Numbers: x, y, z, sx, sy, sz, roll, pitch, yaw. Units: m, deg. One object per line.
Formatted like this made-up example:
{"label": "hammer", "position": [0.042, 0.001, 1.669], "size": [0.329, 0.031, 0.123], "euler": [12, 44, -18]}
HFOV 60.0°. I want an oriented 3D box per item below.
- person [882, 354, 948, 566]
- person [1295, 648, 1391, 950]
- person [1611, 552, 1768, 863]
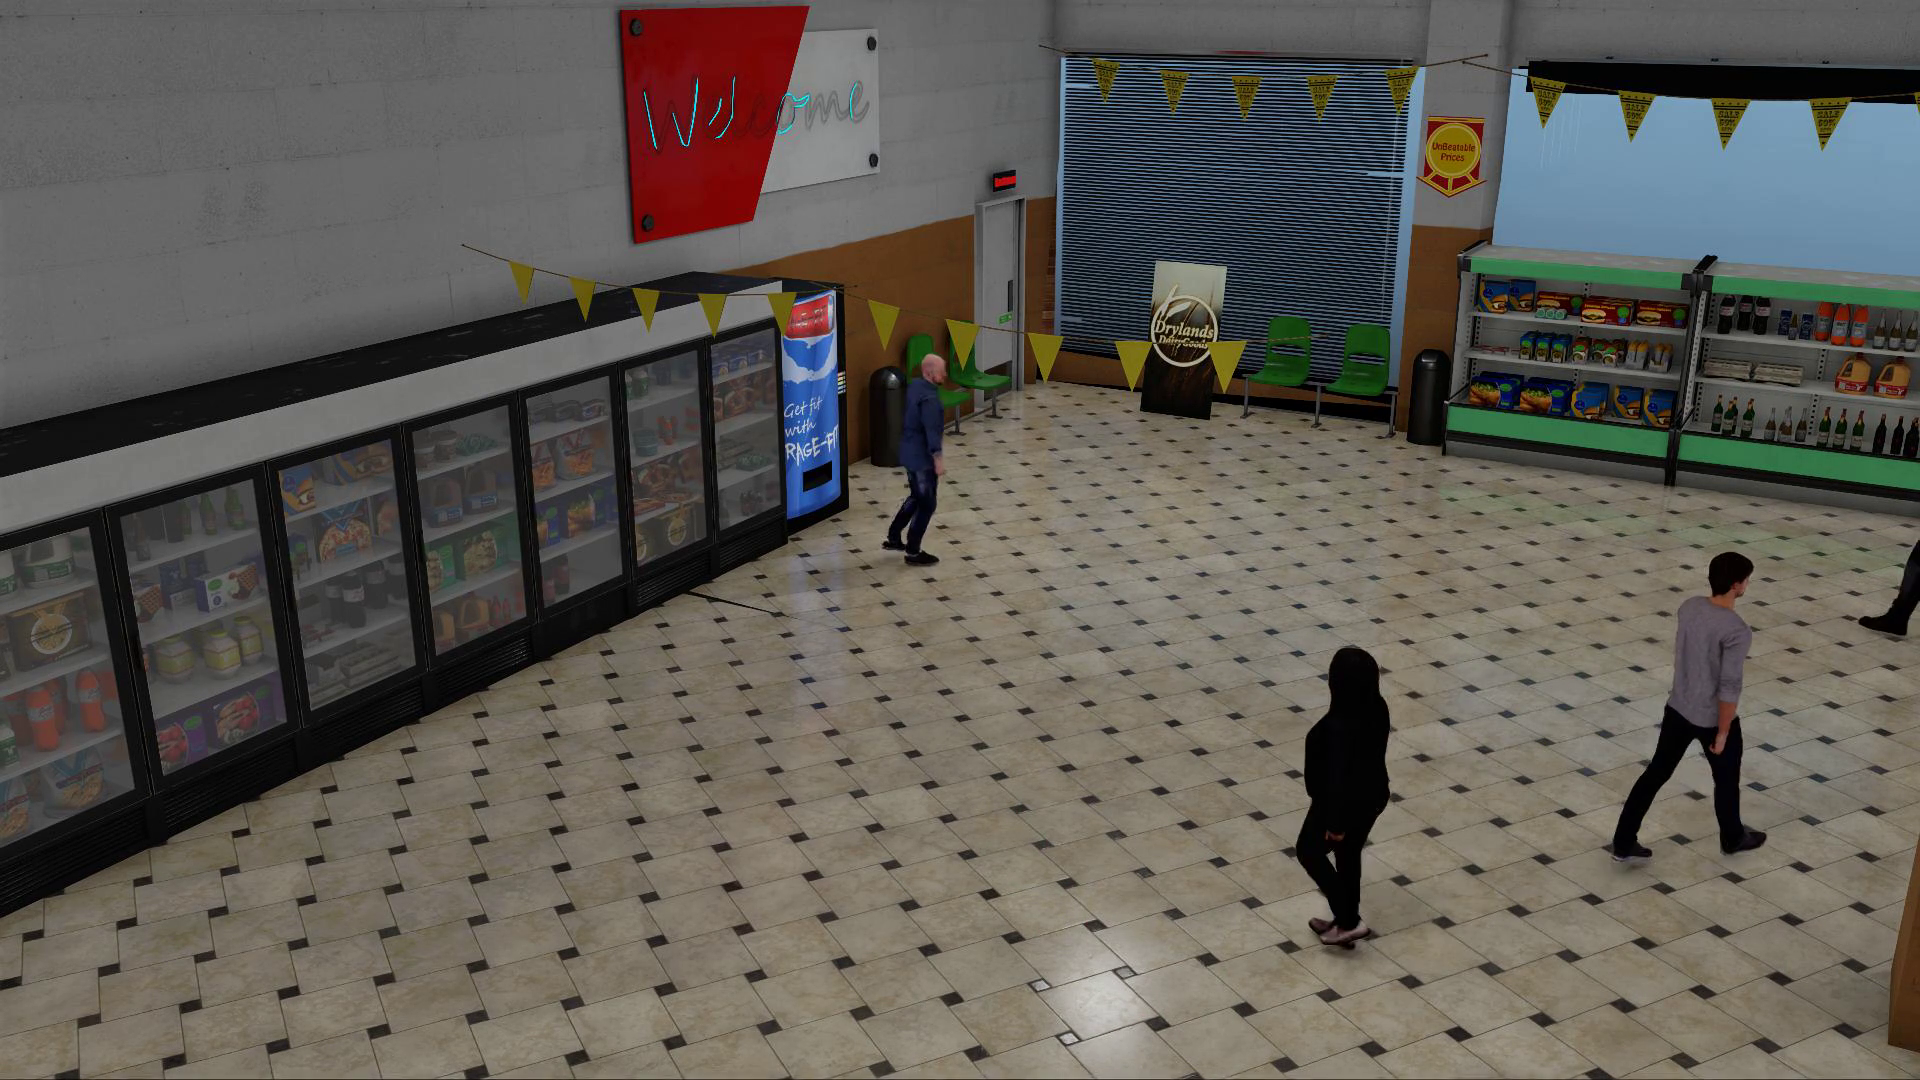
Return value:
{"label": "person", "position": [-0.348, -0.648, 13.691], "size": [0.976, 1.794, 0.905], "euler": [-10, 21, -28]}
{"label": "person", "position": [1.982, 1.310, 8.177], "size": [0.693, 1.606, 0.691], "euler": [14, 23, 36]}
{"label": "person", "position": [3.891, 0.955, 8.935], "size": [1.204, 1.795, 1.198], "euler": [-6, 20, -18]}
